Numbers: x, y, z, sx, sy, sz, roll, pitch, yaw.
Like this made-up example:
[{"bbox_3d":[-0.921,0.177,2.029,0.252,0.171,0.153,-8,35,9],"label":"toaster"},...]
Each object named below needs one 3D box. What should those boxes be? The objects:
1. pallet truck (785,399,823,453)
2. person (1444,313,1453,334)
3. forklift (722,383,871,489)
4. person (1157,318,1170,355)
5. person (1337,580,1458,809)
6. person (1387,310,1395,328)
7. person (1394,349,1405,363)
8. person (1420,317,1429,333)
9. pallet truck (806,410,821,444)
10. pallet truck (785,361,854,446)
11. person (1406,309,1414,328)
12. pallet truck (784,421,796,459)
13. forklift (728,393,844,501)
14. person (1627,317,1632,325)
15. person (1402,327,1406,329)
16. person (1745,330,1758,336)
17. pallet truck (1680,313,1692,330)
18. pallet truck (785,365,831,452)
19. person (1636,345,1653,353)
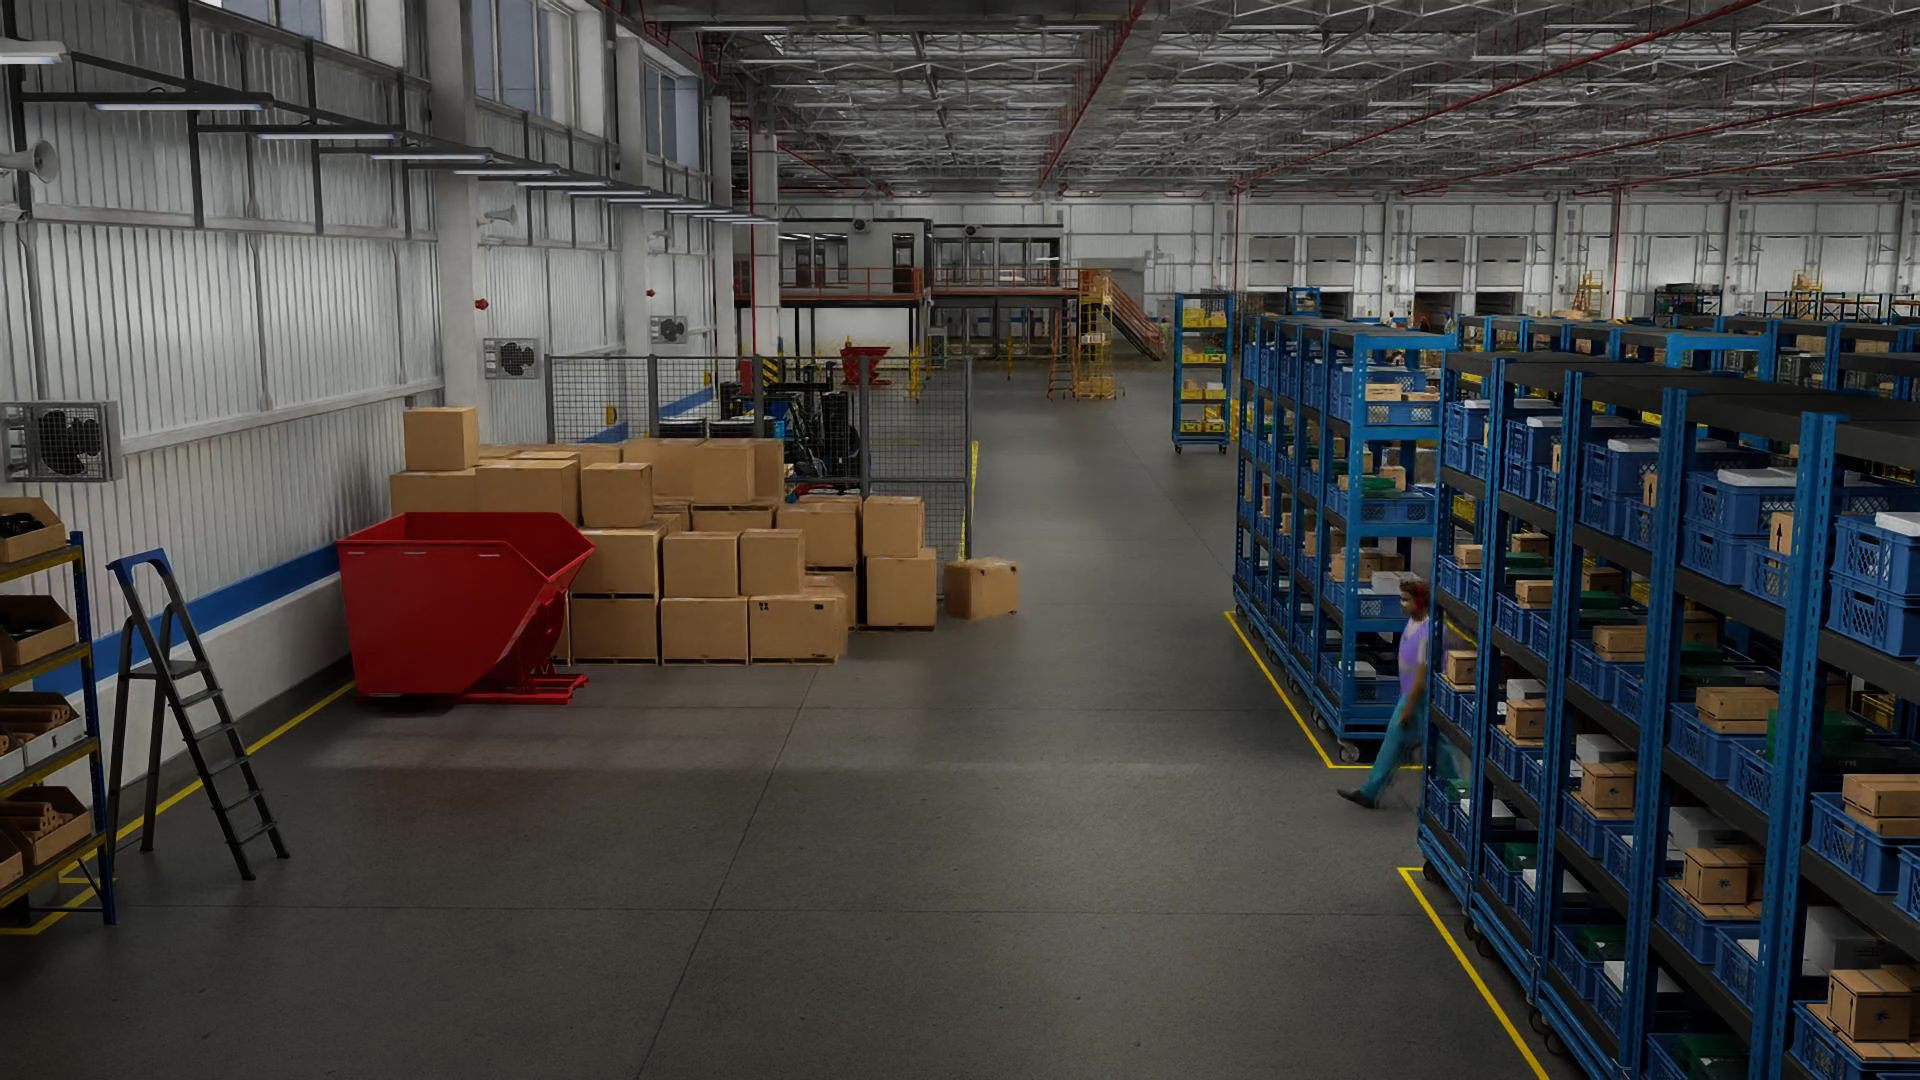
[{"bbox_3d":[-3.814,-2.432,36.419,1.630,1.274,0.653,0,9,1],"label":"pallet truck"},{"bbox_3d":[25.208,-10.774,85.944,0.418,1.940,0.600,-4,10,-22],"label":"person"},{"bbox_3d":[-2.893,-1.687,28.729,2.680,1.987,1.157,0,9,-1],"label":"forklift"},{"bbox_3d":[9.965,-9.943,81.203,0.645,1.818,0.877,-2,9,-14],"label":"person"},{"bbox_3d":[3.383,1.195,12.514,0.955,1.793,0.595,0,9,-2],"label":"person"},{"bbox_3d":[23.483,-11.542,90.662,0.379,1.937,0.547,3,10,19],"label":"person"},{"bbox_3d":[13.570,-5.076,51.334,0.337,1.759,0.524,-2,9,-13],"label":"person"},{"bbox_3d":[21.356,-9.293,76.627,0.392,1.991,0.613,-3,10,-19],"label":"person"},{"bbox_3d":[-3.559,-2.018,33.905,1.522,1.261,0.704,0,9,-1],"label":"pallet truck"},{"bbox_3d":[-3.410,-3.193,38.978,1.885,1.965,0.823,0,9,-1],"label":"pallet truck"},{"bbox_3d":[25.630,-12.203,94.805,0.393,1.921,0.585,9,13,43],"label":"person"},{"bbox_3d":[-4.013,-1.793,32.705,1.601,1.201,0.680,0,9,1],"label":"pallet truck"},{"bbox_3d":[-2.979,-1.316,26.476,2.680,1.987,1.157,0,9,1],"label":"forklift"},{"bbox_3d":[31.384,-9.492,78.086,0.403,1.918,0.592,-8,12,-41],"label":"person"},{"bbox_3d":[16.556,-6.933,62.039,0.763,2.006,0.518,-7,12,-37],"label":"person"},{"bbox_3d":[38.618,-9.864,81.170,0.539,1.660,0.851,3,10,16],"label":"person"},{"bbox_3d":[36.315,-10.531,84.244,0.823,1.965,1.885,-6,11,-33],"label":"pallet truck"},{"bbox_3d":[-3.774,-2.976,37.635,1.885,1.965,0.823,1,9,5],"label":"pallet truck"},{"bbox_3d":[24.426,-6.526,59.401,0.678,2.000,0.537,0,9,-1],"label":"person"}]
